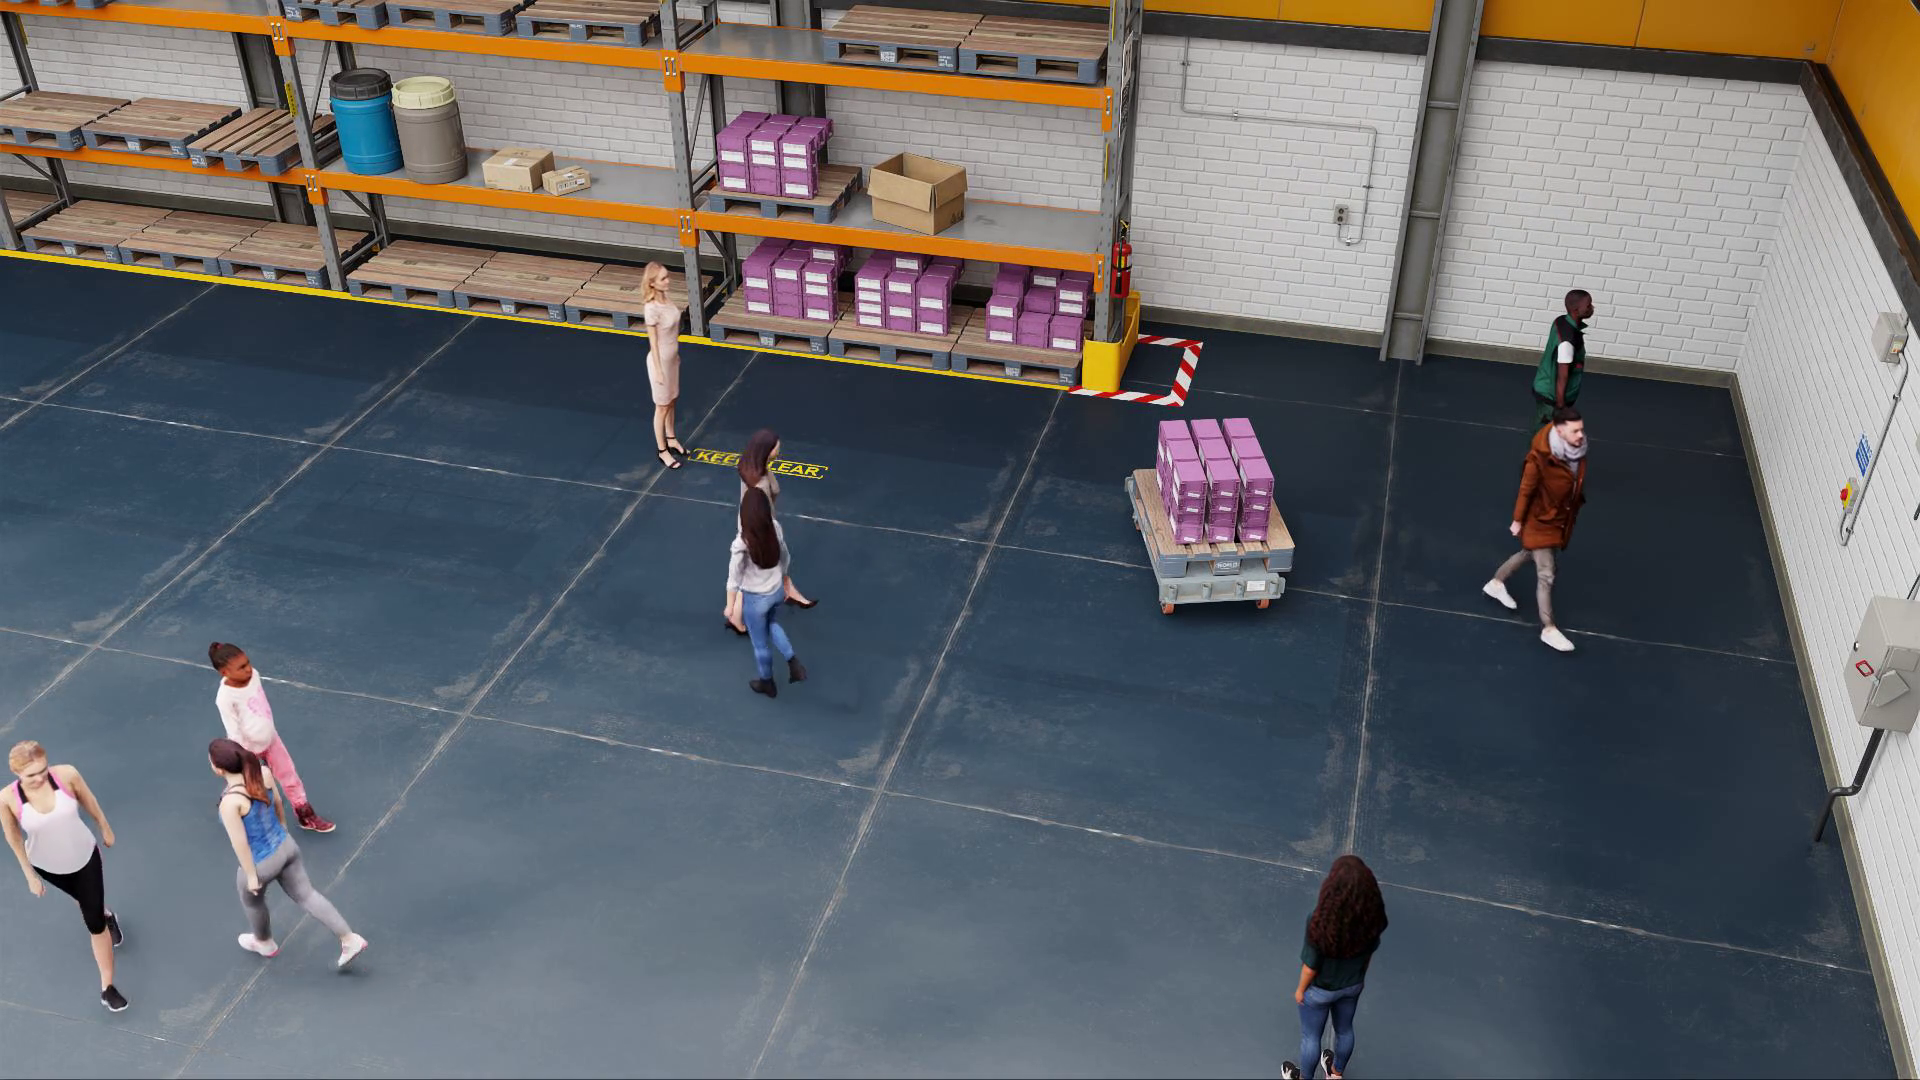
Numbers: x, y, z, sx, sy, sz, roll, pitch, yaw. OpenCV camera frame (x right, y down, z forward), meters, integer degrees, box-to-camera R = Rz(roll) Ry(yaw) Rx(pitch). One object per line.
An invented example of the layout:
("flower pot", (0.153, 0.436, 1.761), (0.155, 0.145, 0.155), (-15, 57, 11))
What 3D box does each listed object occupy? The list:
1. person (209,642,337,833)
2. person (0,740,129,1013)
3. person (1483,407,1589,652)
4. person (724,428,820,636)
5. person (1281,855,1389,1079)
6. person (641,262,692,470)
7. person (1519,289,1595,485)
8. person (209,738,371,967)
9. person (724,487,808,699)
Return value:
("person", (-4.402, 1.225, 10.200), (1.007, 1.411, 0.589), (10, 35, 14))
("person", (-4.948, 1.711, 9.184), (1.111, 1.728, 1.156), (-19, 38, -26))
("person", (4.142, -0.161, 11.938), (1.125, 1.797, 1.236), (-21, 39, -29))
("person", (-1.510, -0.016, 11.813), (1.113, 1.694, 1.017), (-14, 36, -20))
("person", (1.905, 2.240, 8.488), (0.687, 1.617, 0.770), (-9, 35, -14))
("person", (-2.481, -1.474, 13.883), (0.495, 1.830, 0.563), (9, 35, 14))
("person", (4.810, -1.179, 13.431), (0.603, 1.839, 0.684), (7, 34, 10))
("person", (-3.770, 1.782, 9.218), (1.080, 1.571, 0.627), (11, 35, 16))
("person", (-1.261, 0.409, 11.239), (0.797, 1.620, 0.758), (19, 38, 26))
